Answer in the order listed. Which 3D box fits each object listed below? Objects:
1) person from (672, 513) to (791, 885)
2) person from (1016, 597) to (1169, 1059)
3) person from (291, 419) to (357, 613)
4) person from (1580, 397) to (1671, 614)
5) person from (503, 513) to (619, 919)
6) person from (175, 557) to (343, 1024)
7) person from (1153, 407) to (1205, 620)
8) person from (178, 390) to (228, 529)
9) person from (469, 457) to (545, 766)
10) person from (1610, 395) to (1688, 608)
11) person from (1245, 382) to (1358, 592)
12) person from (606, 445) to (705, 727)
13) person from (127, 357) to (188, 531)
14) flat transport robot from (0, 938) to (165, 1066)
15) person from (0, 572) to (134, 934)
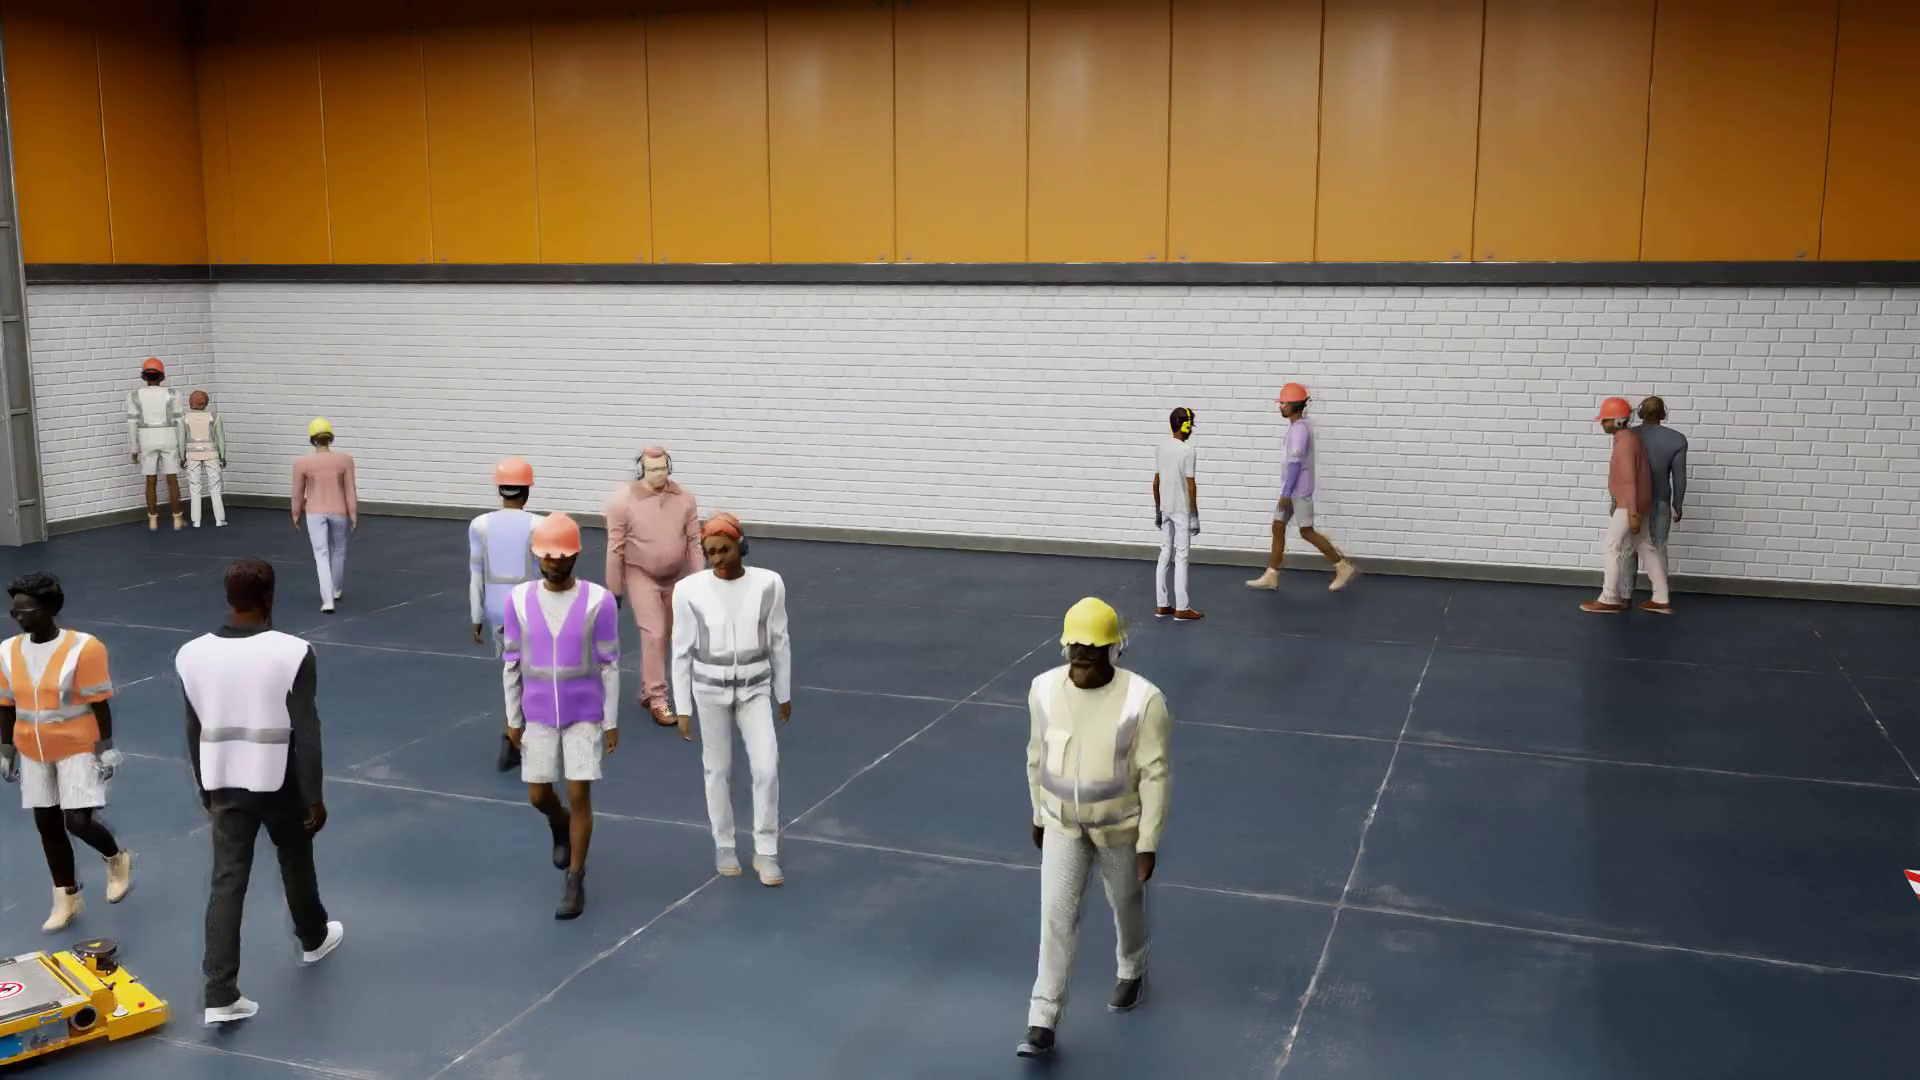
[{"bbox_3d":[-1.117,0.791,8.226,0.597,1.859,0.682,-2,9,-14],"label":"person"},{"bbox_3d":[0.520,1.101,6.555,0.615,1.777,0.974,4,10,23],"label":"person"},{"bbox_3d":[-5.741,-0.231,15.025,0.541,1.716,0.925,-5,11,-29],"label":"person"},{"bbox_3d":[5.984,-0.290,14.747,0.750,1.938,0.630,5,10,29],"label":"person"},{"bbox_3d":[-1.889,0.799,7.979,0.550,1.923,0.635,0,9,-1],"label":"person"},{"bbox_3d":[-2.935,1.006,6.928,0.602,1.864,1.041,0,9,0],"label":"person"},{"bbox_3d":[1.903,-0.232,14.561,0.335,1.865,0.521,-6,11,-35],"label":"person"},{"bbox_3d":[-8.973,-0.951,19.710,0.518,1.639,0.312,-3,10,-18],"label":"person"},{"bbox_3d":[-2.764,0.422,10.456,0.567,1.883,1.014,1,9,3],"label":"person"},{"bbox_3d":[6.183,-0.336,14.972,0.635,1.936,0.354,3,10,20],"label":"person"},{"bbox_3d":[3.271,-0.493,15.767,0.990,2.013,0.608,1,9,5],"label":"person"},{"bbox_3d":[-2.001,0.298,11.240,0.632,1.869,0.806,-8,12,-40],"label":"person"},{"bbox_3d":[-9.408,-1.124,19.545,0.613,2.040,0.393,-3,10,-19],"label":"person"},{"bbox_3d":[-3.911,1.882,6.368,1.431,0.197,0.652,-9,13,-44],"label":"flat transport robot"},{"bbox_3d":[-4.144,0.963,7.670,0.555,1.682,0.409,1,9,5],"label":"person"}]
